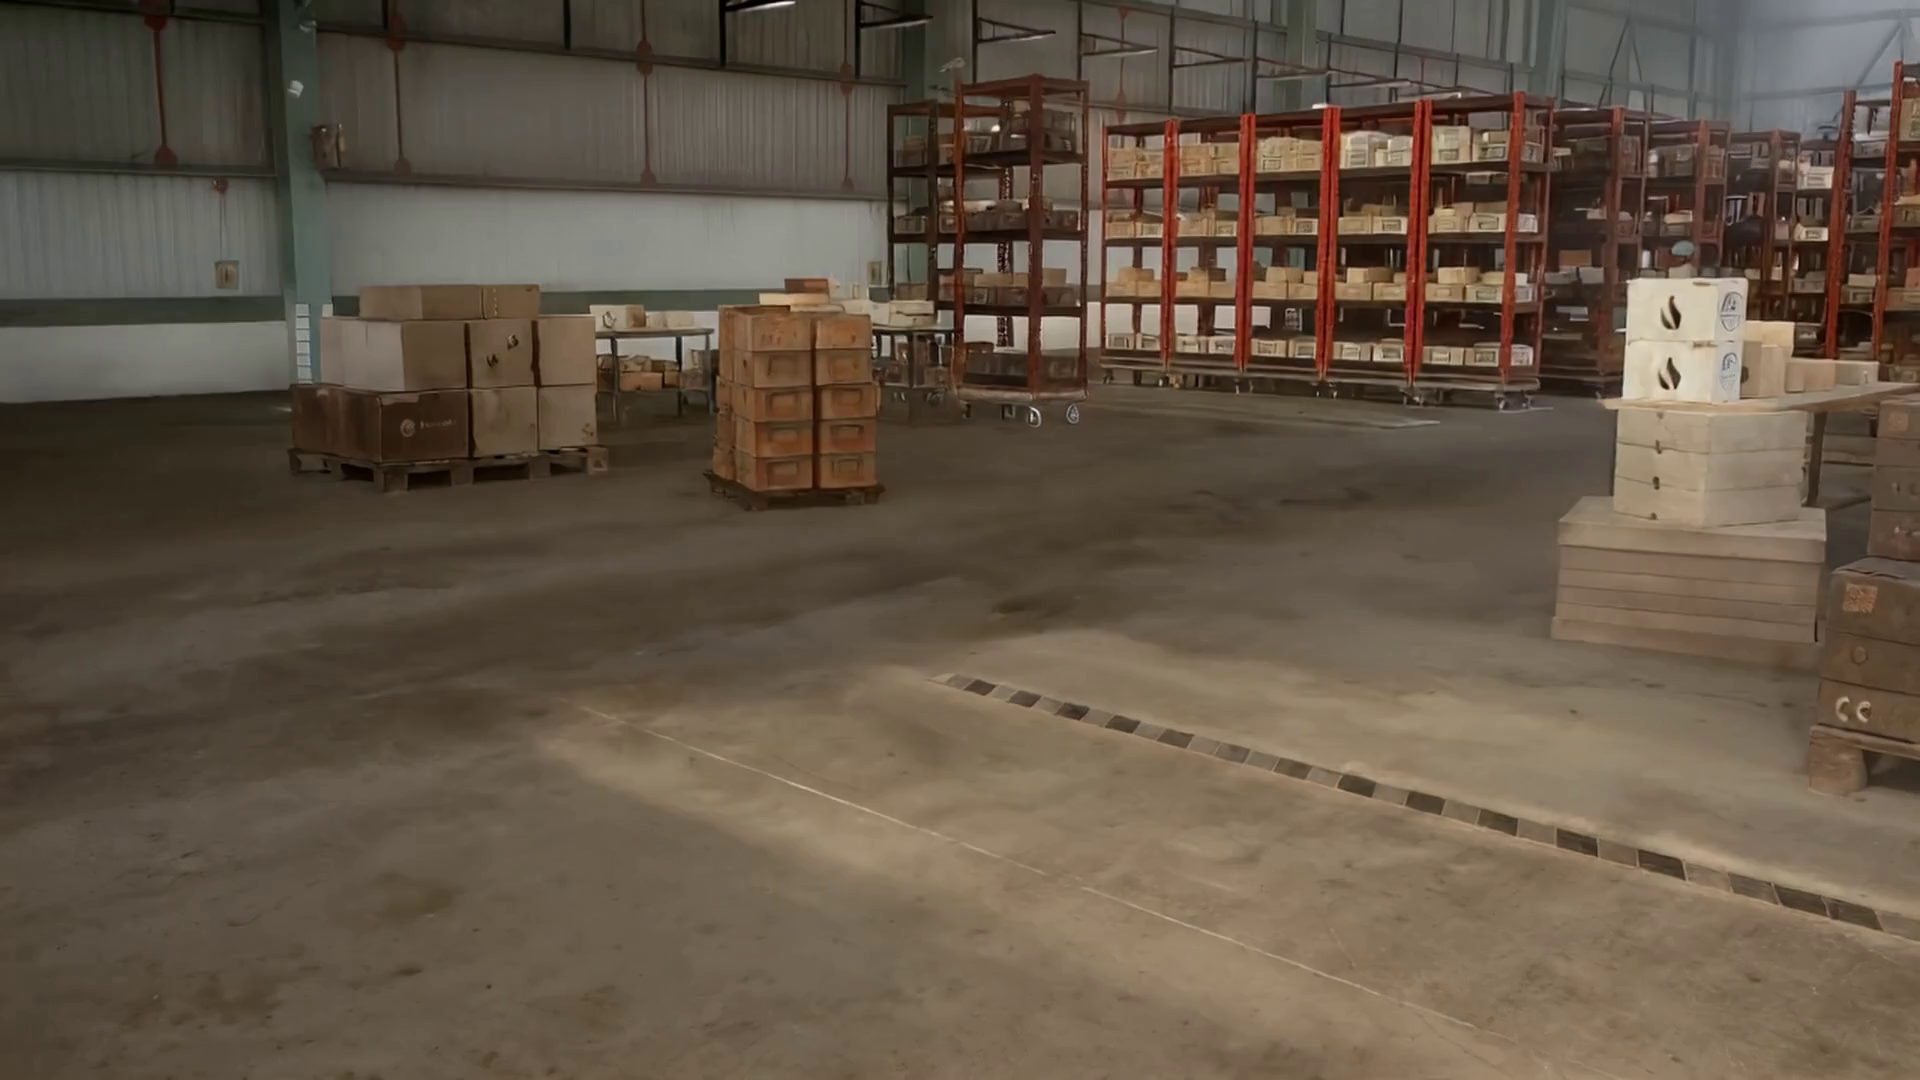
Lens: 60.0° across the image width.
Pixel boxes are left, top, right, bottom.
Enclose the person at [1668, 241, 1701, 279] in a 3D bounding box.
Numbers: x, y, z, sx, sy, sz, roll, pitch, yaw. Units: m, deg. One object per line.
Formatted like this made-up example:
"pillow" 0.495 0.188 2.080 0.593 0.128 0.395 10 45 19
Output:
"person" 9.443 -2.921 21.835 0.396 1.992 0.623 -1 10 -8
